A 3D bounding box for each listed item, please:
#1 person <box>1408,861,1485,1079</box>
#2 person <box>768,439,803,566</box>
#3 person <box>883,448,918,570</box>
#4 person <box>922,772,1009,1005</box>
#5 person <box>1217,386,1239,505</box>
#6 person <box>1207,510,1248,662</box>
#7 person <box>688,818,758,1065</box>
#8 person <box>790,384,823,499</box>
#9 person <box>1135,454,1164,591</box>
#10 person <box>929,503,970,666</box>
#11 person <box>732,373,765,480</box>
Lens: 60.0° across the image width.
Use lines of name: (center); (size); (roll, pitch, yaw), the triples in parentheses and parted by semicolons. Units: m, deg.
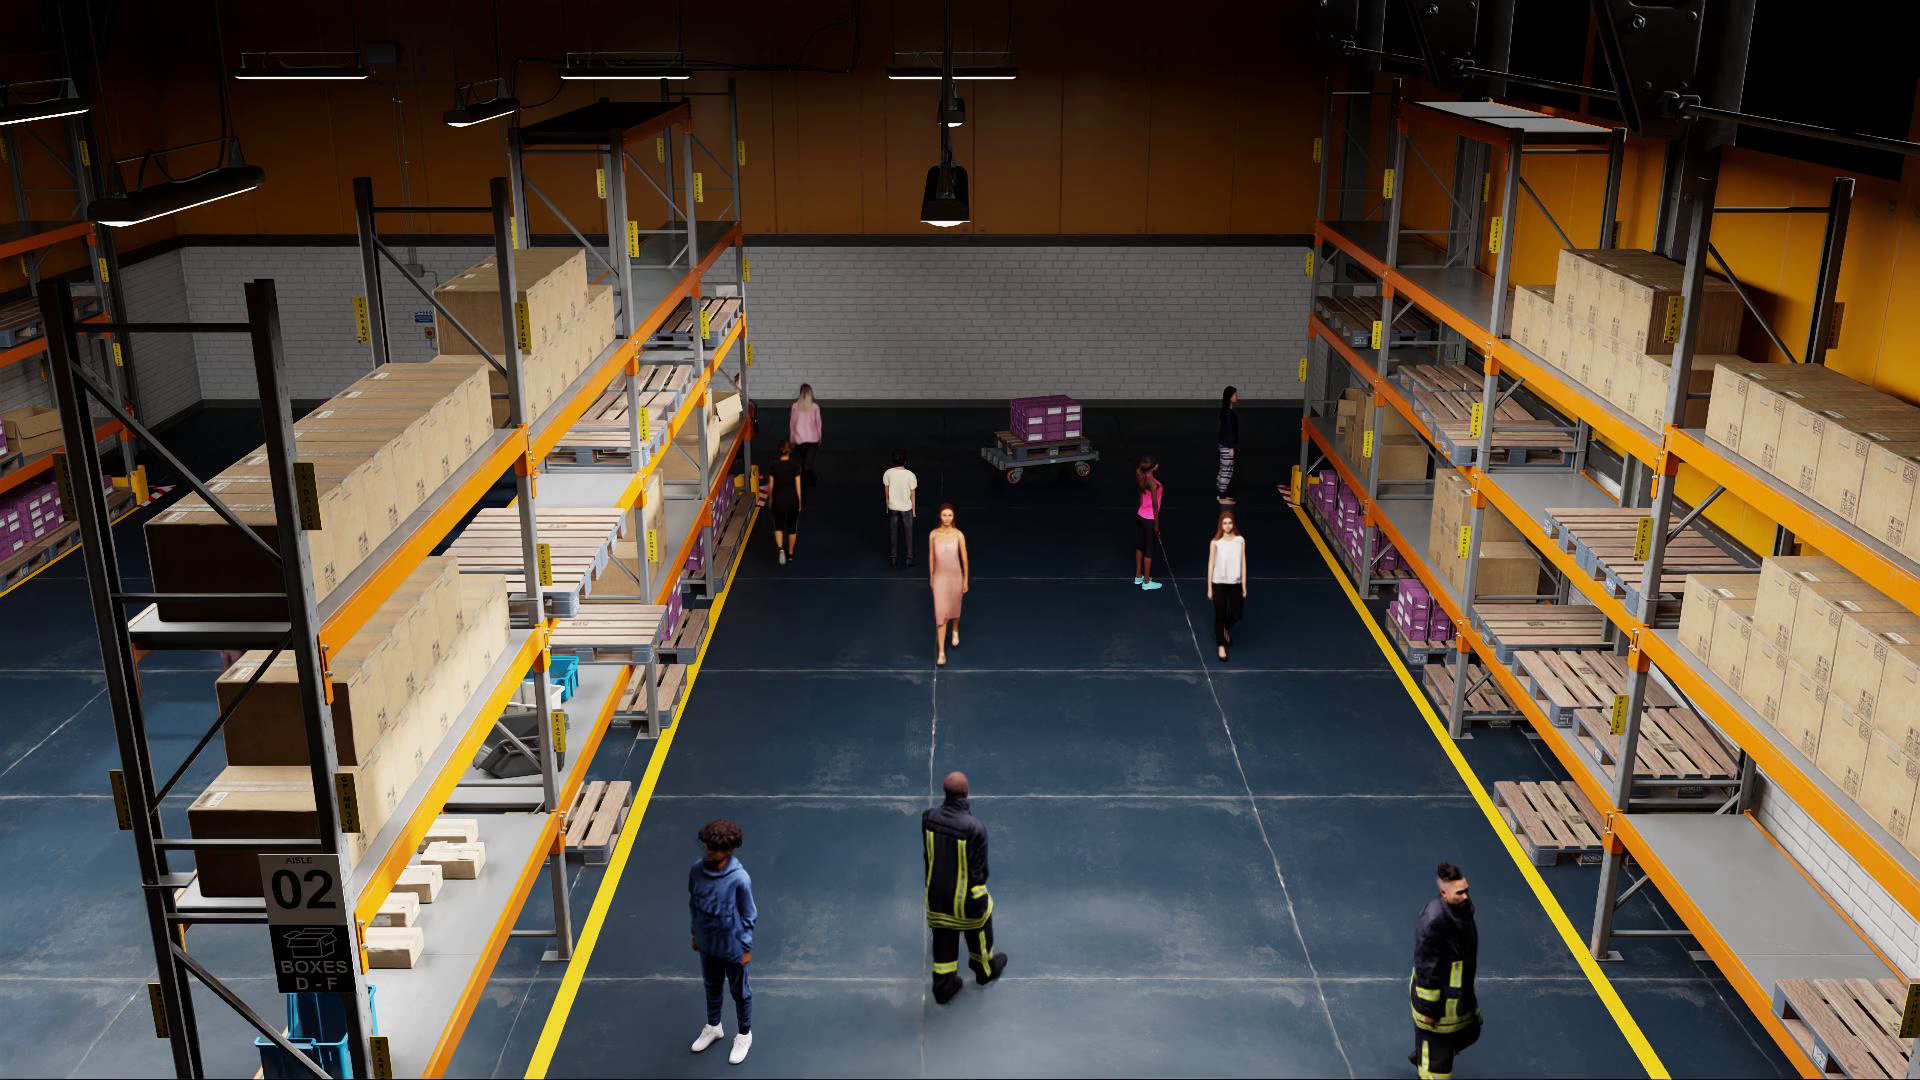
person: (3.186, 2.932, 11.098); (0.964, 1.857, 1.025); (-18, 25, -42)
person: (-2.261, -0.469, 21.522); (0.604, 1.651, 0.926); (-1, 19, -2)
person: (-0.770, -0.408, 21.441); (0.627, 1.587, 0.529); (3, 19, 9)
person: (-0.066, 2.577, 12.232); (1.021, 1.806, 1.111); (12, 22, 32)
person: (3.875, -1.387, 24.117); (0.664, 1.734, 0.448); (0, 19, 1)
person: (2.970, 0.476, 18.615); (0.629, 1.715, 0.750); (-2, 19, -5)
person: (-1.658, 2.774, 11.642); (0.757, 1.811, 0.738); (9, 21, 25)
person: (-2.272, -1.410, 24.342); (0.774, 1.634, 1.128); (3, 19, 10)
person: (2.337, -0.248, 20.751); (0.683, 1.723, 0.585); (-6, 20, -18)
person: (-0.114, 0.447, 18.598); (0.637, 1.781, 1.128); (1, 19, 3)
person: (-3.350, -1.663, 25.034); (0.885, 1.672, 0.992); (-5, 19, -15)
